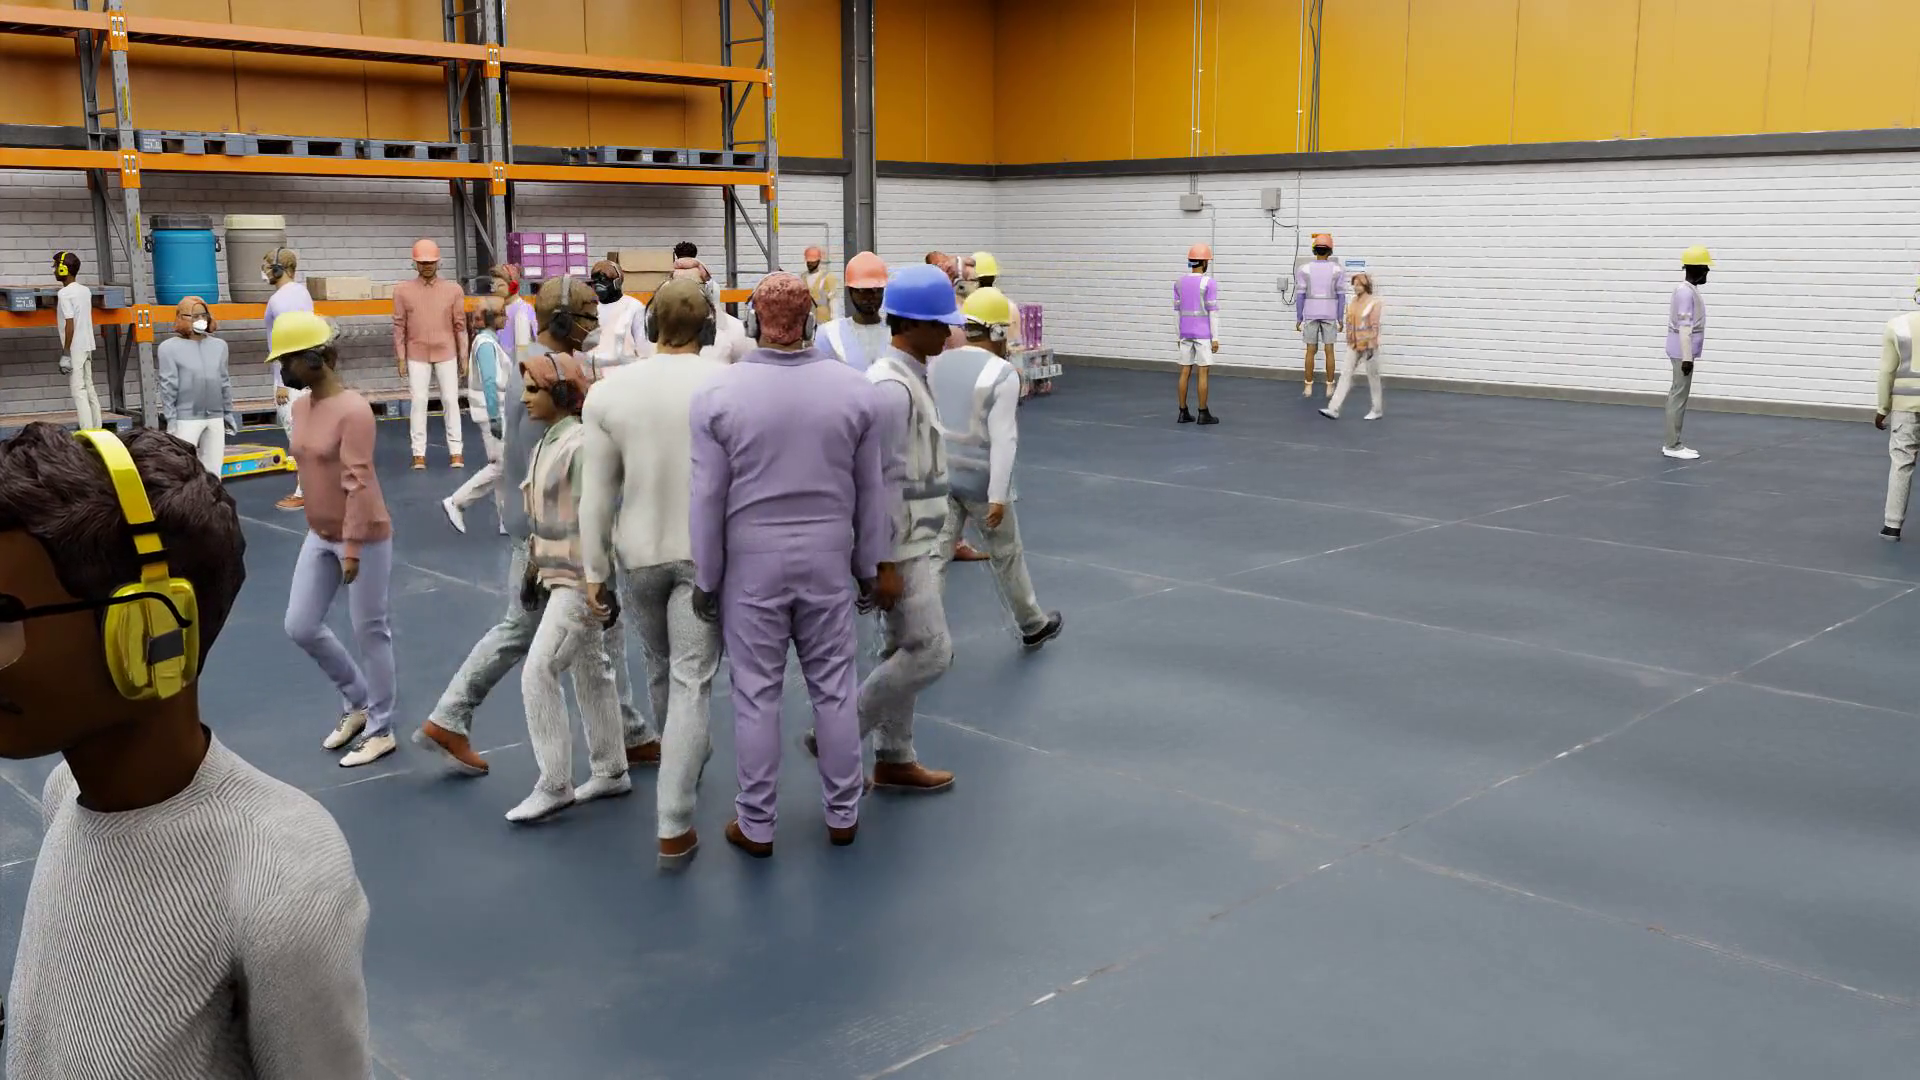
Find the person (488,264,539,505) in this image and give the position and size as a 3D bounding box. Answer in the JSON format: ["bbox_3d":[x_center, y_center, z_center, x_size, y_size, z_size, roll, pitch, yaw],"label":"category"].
[{"bbox_3d":[-3.294,-1.172,12.564,0.533,1.817,0.574,-5,12,-25],"label":"person"}]

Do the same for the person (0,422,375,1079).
[{"bbox_3d":[-0.718,0.821,1.544,0.531,1.867,0.316,8,13,39],"label":"person"}]

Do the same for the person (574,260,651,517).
[{"bbox_3d":[-2.524,-1.089,12.026,0.627,1.844,0.428,4,11,21],"label":"person"}]

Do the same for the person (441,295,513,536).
[{"bbox_3d":[-3.151,-0.811,11.083,0.531,1.624,0.526,-2,11,-11],"label":"person"}]

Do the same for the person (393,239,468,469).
[{"bbox_3d":[-4.581,-1.601,14.434,0.617,1.986,0.408,-3,11,-18],"label":"person"}]

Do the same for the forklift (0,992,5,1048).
[{"bbox_3d":[-3.245,0.323,3.363,2.313,2.155,1.214,2,11,13],"label":"forklift"}]

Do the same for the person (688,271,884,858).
[{"bbox_3d":[-0.571,0.083,5.456,0.652,1.906,0.404,-4,11,-19],"label":"person"}]

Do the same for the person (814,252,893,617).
[{"bbox_3d":[-0.475,-0.505,8.582,0.545,1.938,0.355,-3,11,-16],"label":"person"}]

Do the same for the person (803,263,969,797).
[{"bbox_3d":[-0.221,0.005,5.822,0.517,1.923,0.689,1,10,3],"label":"person"}]

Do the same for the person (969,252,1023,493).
[{"bbox_3d":[0.110,-1.138,12.168,0.919,1.890,0.609,-9,14,-40],"label":"person"}]

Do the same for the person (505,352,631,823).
[{"bbox_3d":[-1.428,0.167,5.763,0.610,1.617,0.535,-6,12,-28],"label":"person"}]

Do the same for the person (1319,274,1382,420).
[{"bbox_3d":[4.317,-2.080,18.076,0.845,1.588,0.543,-7,12,-33],"label":"person"}]

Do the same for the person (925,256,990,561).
[{"bbox_3d":[0.012,-0.793,10.280,0.437,1.892,0.646,-2,11,-11],"label":"person"}]

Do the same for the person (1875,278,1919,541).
[{"bbox_3d":[6.364,-0.884,10.962,0.588,1.822,0.403,5,11,25],"label":"person"}]

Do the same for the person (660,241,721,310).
[{"bbox_3d":[-2.585,-1.863,15.912,0.614,1.960,0.362,-1,10,-3],"label":"person"}]

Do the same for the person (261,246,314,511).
[{"bbox_3d":[-4.927,-1.187,12.294,0.353,1.937,0.635,-1,10,-8],"label":"person"}]

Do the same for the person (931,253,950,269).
[{"bbox_3d":[-0.100,-2.033,17.186,0.666,1.835,0.849,0,10,-2],"label":"person"}]

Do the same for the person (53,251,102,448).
[{"bbox_3d":[-8.260,-1.744,15.520,0.328,1.872,0.515,-1,10,-6],"label":"person"}]

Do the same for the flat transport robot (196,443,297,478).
[{"bbox_3d":[-6.217,-0.627,13.790,0.652,0.197,1.431,5,12,25],"label":"flat transport robot"}]

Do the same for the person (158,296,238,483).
[{"bbox_3d":[-4.973,-0.777,10.890,0.277,1.632,0.502,6,12,31],"label":"person"}]

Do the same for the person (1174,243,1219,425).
[{"bbox_3d":[2.551,-2.206,17.855,0.544,1.939,0.354,9,14,41],"label":"person"}]

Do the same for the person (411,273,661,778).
[{"bbox_3d":[-1.562,-0.037,6.165,0.998,1.898,0.640,-3,11,-17],"label":"person"}]

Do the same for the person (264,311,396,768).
[{"bbox_3d":[-2.362,0.008,6.322,0.539,1.741,0.380,7,13,34],"label":"person"}]

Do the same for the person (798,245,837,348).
[{"bbox_3d":[-1.866,-2.969,22.118,0.583,1.906,0.749,5,11,24],"label":"person"}]

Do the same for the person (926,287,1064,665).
[{"bbox_3d":[0.098,-0.295,7.858,0.599,1.774,0.948,9,14,41],"label":"person"}]

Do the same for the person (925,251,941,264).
[{"bbox_3d":[-0.290,-2.324,18.750,0.330,1.844,0.519,-7,13,-34],"label":"person"}]

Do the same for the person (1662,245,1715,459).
[{"bbox_3d":[6.631,-1.709,15.173,0.363,1.928,0.587,4,11,21],"label":"person"}]

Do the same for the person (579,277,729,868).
[{"bbox_3d":[-0.931,0.064,5.630,0.625,1.873,1.046,0,10,2],"label":"person"}]

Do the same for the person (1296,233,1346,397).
[{"bbox_3d":[4.516,-2.810,20.859,0.609,2.044,0.396,3,11,14],"label":"person"}]

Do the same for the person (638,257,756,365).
[{"bbox_3d":[-1.383,-0.497,8.616,0.636,1.911,0.404,1,10,6],"label":"person"}]
